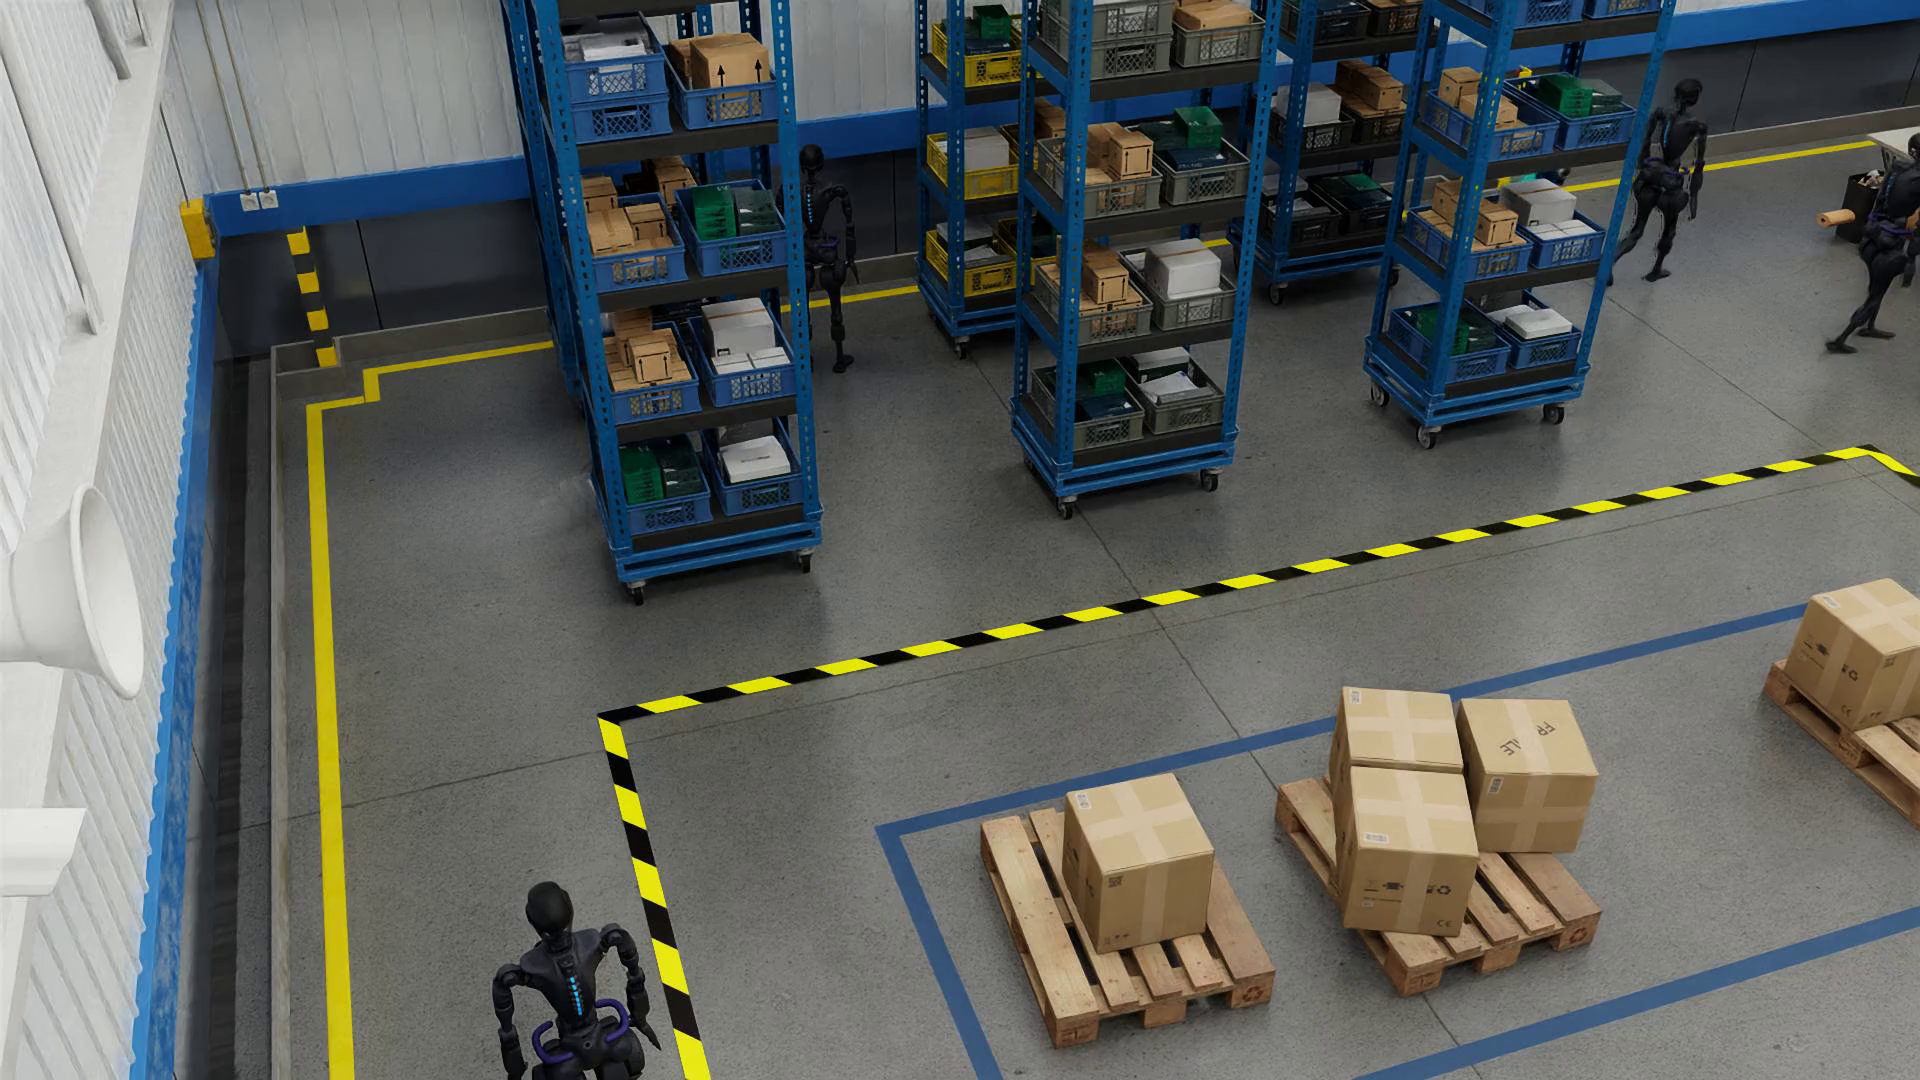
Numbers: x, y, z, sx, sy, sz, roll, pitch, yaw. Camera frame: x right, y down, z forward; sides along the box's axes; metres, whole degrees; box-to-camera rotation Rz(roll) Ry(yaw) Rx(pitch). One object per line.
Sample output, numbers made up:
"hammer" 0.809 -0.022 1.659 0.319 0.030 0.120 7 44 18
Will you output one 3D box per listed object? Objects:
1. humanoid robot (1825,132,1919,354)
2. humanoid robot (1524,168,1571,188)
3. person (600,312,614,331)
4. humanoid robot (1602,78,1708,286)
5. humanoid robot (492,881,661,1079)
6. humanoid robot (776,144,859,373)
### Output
"humanoid robot" 6.660 -2.102 11.832 0.618 1.631 0.610 -2 35 -3
"humanoid robot" 3.818 -2.122 11.807 1.020 1.741 0.545 0 35 0
"person" -2.019 -1.007 10.103 0.486 1.855 0.548 -17 39 -23
"humanoid robot" 5.338 -2.717 12.698 0.655 1.631 0.599 -20 40 -26
"humanoid robot" -1.402 1.890 6.139 0.599 1.659 0.315 -18 39 -23
"humanoid robot" -1.007 -1.956 11.595 0.599 1.655 0.315 3 35 5
